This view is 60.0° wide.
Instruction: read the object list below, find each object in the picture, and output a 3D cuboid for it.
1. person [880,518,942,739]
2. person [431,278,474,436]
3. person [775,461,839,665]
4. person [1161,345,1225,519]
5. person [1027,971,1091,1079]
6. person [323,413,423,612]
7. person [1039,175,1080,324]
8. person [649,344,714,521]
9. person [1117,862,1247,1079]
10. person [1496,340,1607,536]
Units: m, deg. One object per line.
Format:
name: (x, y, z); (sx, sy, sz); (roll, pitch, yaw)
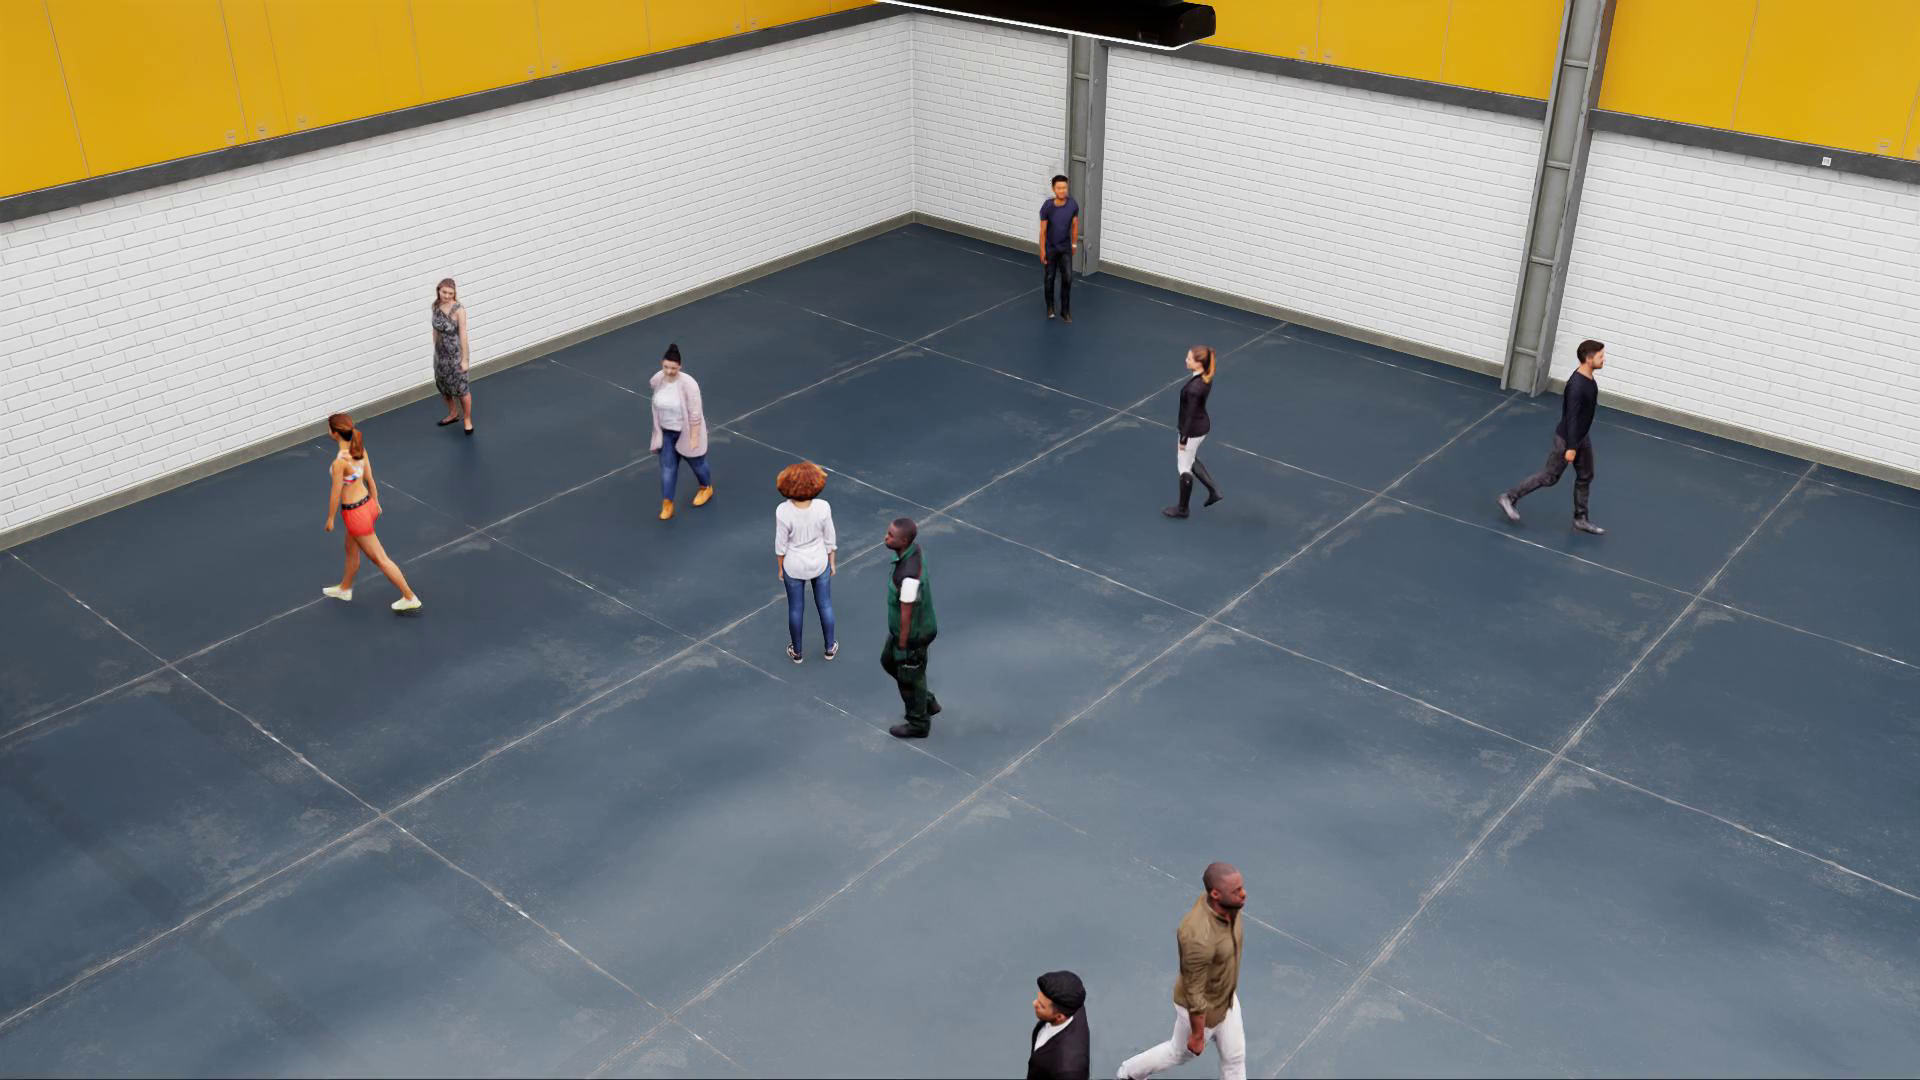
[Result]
person: (-0.276, 0.658, 12.019); (0.883, 1.828, 0.821); (-3, 29, -5)
person: (-5.113, -1.857, 16.788); (0.588, 1.676, 0.820); (20, 34, 32)
person: (-1.204, 0.175, 13.023); (0.750, 1.713, 0.802); (-4, 29, -7)
person: (2.187, -0.950, 15.078); (0.873, 1.721, 0.733); (10, 30, 18)
person: (0.576, 2.799, 8.061); (1.219, 1.858, 1.065); (3, 29, 6)
person: (-4.839, -0.165, 13.618); (1.206, 1.742, 0.979); (4, 29, 8)
person: (1.125, -3.478, 19.659); (0.857, 1.772, 0.921); (-3, 29, -6)
person: (-2.525, -1.047, 15.277); (1.041, 1.701, 0.947); (14, 31, 23)
person: (1.228, 2.422, 8.817); (1.189, 1.796, 0.819); (17, 33, 28)
person: (5.368, -0.917, 14.902); (1.254, 1.832, 0.778); (17, 33, 28)
